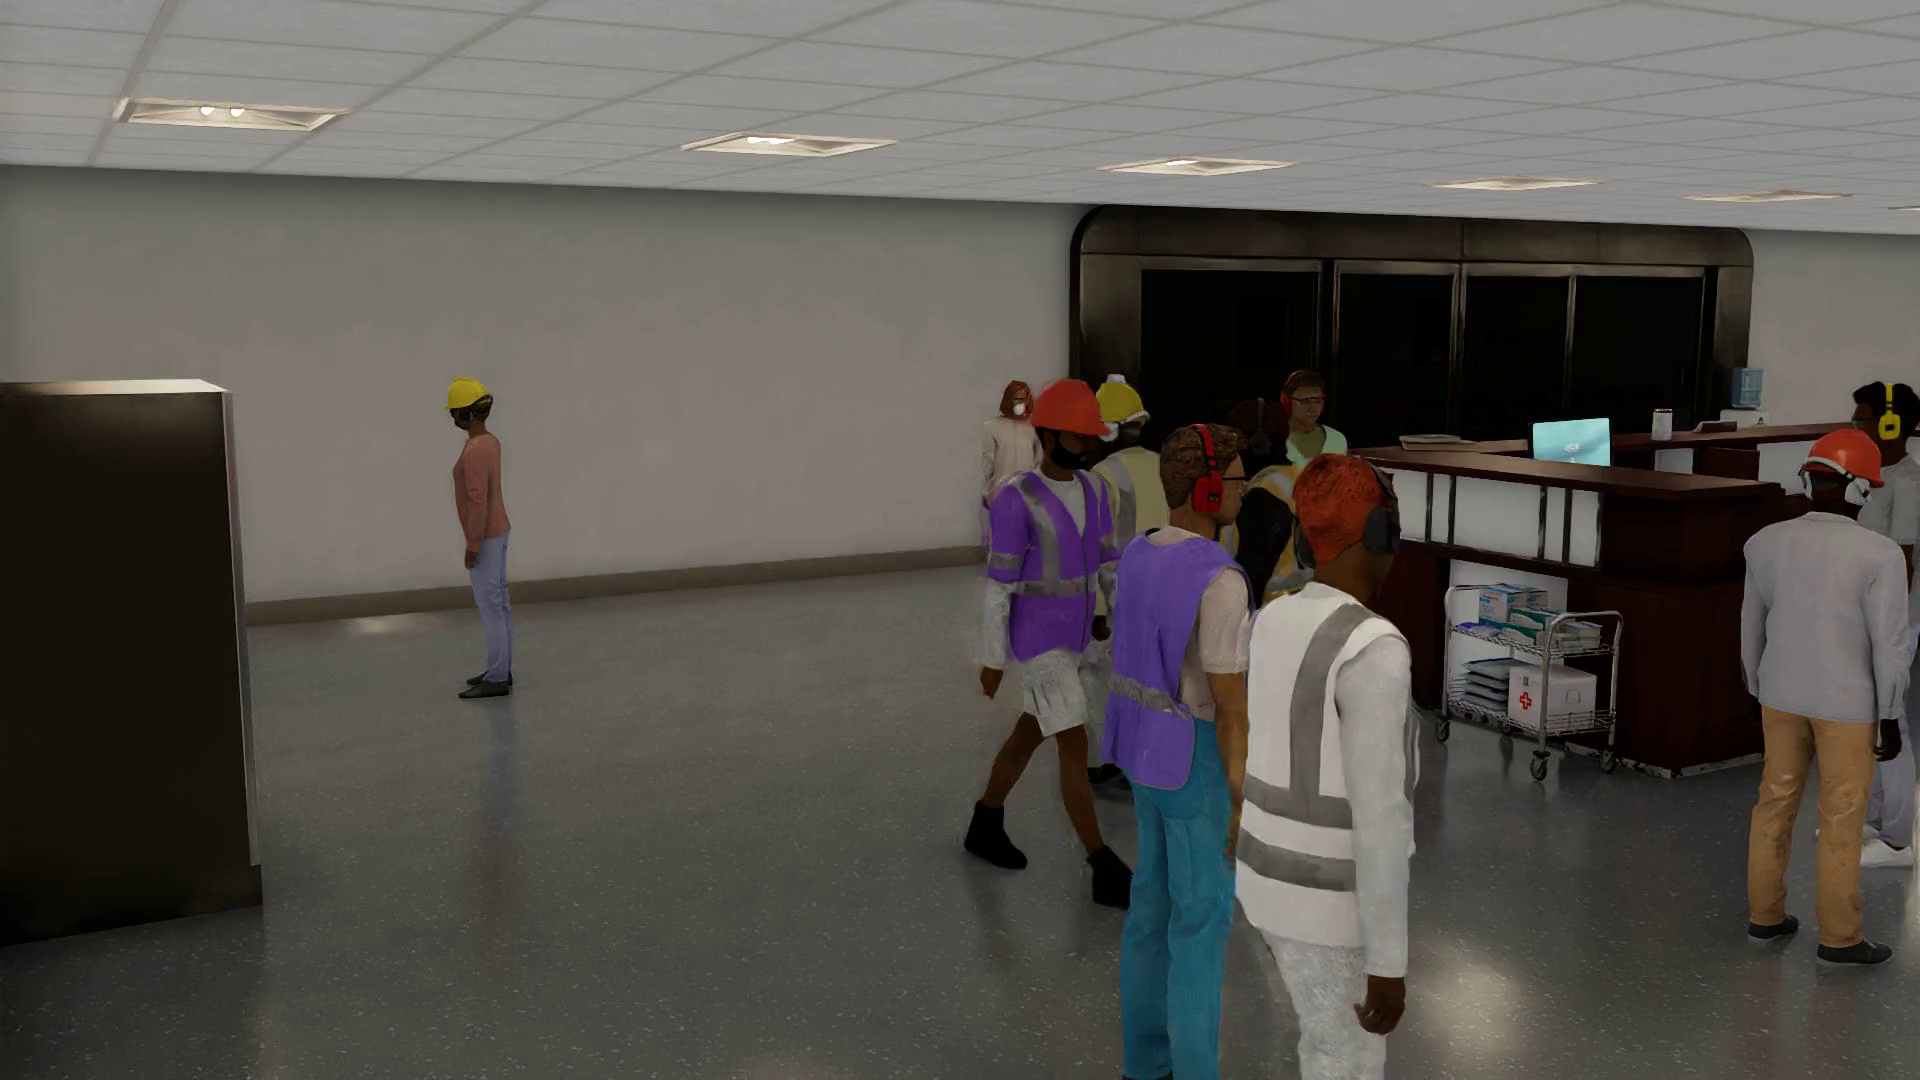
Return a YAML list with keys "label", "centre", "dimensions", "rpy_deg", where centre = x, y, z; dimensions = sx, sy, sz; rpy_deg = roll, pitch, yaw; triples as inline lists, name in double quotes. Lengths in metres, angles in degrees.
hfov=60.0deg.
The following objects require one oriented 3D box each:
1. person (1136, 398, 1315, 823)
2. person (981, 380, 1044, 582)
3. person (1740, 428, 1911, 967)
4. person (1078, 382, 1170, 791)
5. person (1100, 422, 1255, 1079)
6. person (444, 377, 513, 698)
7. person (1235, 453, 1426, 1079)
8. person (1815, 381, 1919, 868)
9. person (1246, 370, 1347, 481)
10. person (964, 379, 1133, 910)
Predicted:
- label: "person"
  centre: [1.210, 0.346, 6.483]
  dimensions: [0.977, 1.798, 0.646]
  rpy_deg: [2, 8, 16]
- label: "person"
  centre: [0.398, -0.346, 12.092]
  dimensions: [0.504, 1.627, 0.286]
  rpy_deg: [-1, 8, -10]
- label: "person"
  centre: [2.843, 0.507, 5.459]
  dimensions: [0.335, 1.746, 0.562]
  rpy_deg: [-4, 9, -29]
- label: "person"
  centre: [0.694, 0.218, 7.288]
  dimensions: [0.422, 1.817, 0.600]
  rpy_deg: [7, 11, 42]
- label: "person"
  centre: [0.579, 0.621, 4.299]
  dimensions: [0.389, 1.842, 0.566]
  rpy_deg: [-3, 8, -22]
- label: "person"
  centre: [-2.652, -0.011, 9.169]
  dimensions: [0.329, 1.764, 0.524]
  rpy_deg: [-1, 8, -5]
- label: "person"
  centre: [0.645, 0.751, 3.373]
  dimensions: [0.723, 1.843, 0.618]
  rpy_deg: [-1, 8, -9]
- label: "person"
  centre: [3.548, 0.327, 6.388]
  dimensions: [0.327, 1.861, 0.544]
  rpy_deg: [3, 8, 19]
- label: "person"
  centre: [1.686, 0.057, 8.424]
  dimensions: [0.575, 1.841, 0.396]
  rpy_deg: [-3, 9, -23]
- label: "person"
  centre: [0.354, 0.354, 6.113]
  dimensions: [0.986, 1.887, 0.548]
  rpy_deg: [6, 10, 38]
